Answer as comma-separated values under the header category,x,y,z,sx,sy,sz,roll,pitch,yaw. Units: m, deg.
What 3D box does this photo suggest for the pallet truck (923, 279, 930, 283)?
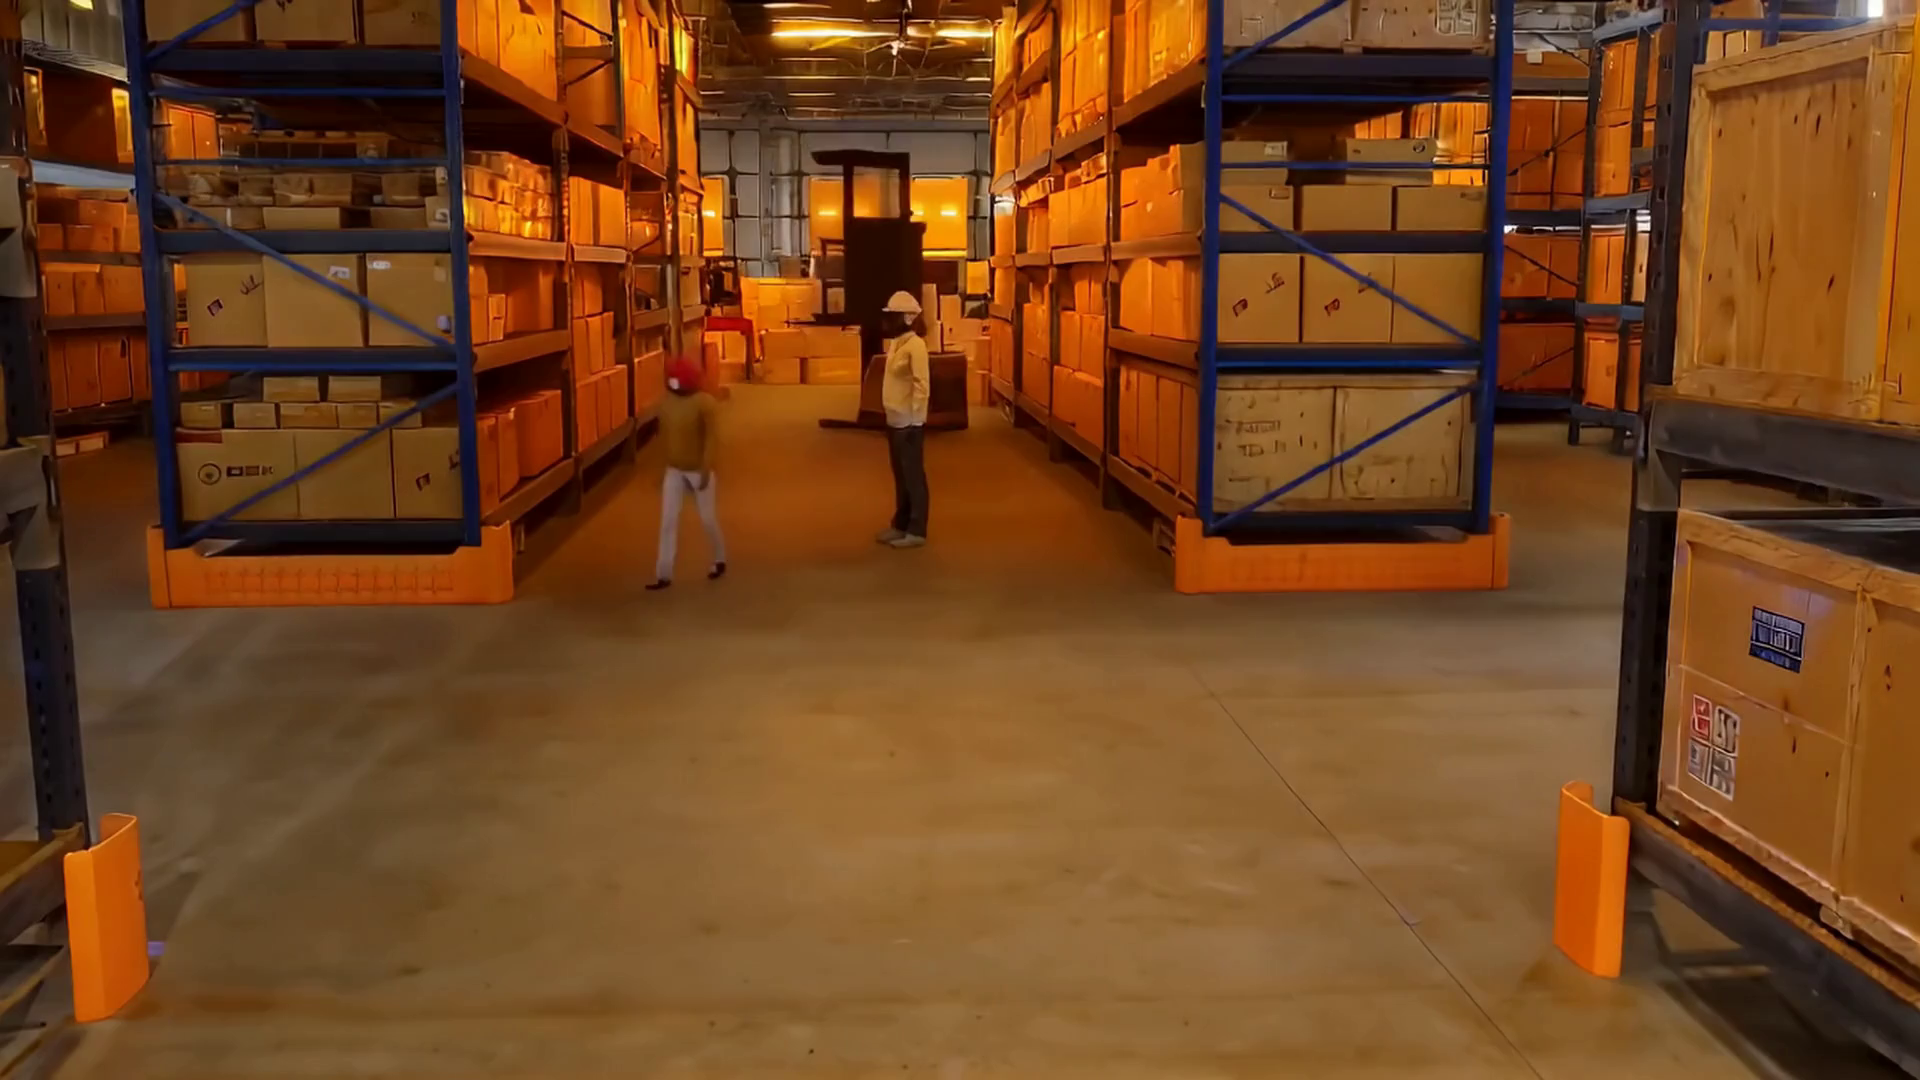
category,x,y,z,sx,sy,sz,roll,pitch,yaw
pallet truck,-0.932,-8.922,63.114,1.885,1.965,0.823,2,9,13

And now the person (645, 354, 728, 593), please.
category,x,y,z,sx,sy,sz,roll,pitch,yaw
person,-1.848,-0.472,11.343,0.501,1.591,0.839,3,10,20

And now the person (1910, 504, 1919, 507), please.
category,x,y,z,sx,sy,sz,roll,pitch,yaw
person,5.543,-0.243,9.147,0.634,1.825,0.654,0,9,2

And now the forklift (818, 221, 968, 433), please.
category,x,y,z,sx,sy,sz,roll,pitch,yaw
forklift,-0.876,-2.845,22.192,1.129,2.768,1.873,-9,13,-44

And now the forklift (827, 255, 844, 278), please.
category,x,y,z,sx,sy,sz,roll,pitch,yaw
forklift,-4.124,-8.499,57.697,1.129,2.768,1.873,0,9,0

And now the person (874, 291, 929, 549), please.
category,x,y,z,sx,sy,sz,roll,pitch,yaw
person,-0.434,-0.930,12.936,0.374,1.997,0.613,-4,10,-24

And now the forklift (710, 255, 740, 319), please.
category,x,y,z,sx,sy,sz,roll,pitch,yaw
forklift,-8.366,-8.713,59.037,1.129,2.768,1.873,-1,9,-4

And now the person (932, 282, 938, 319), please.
category,x,y,z,sx,sy,sz,roll,pitch,yaw
person,-0.880,-7.470,54.372,1.040,1.882,0.628,2,9,13
